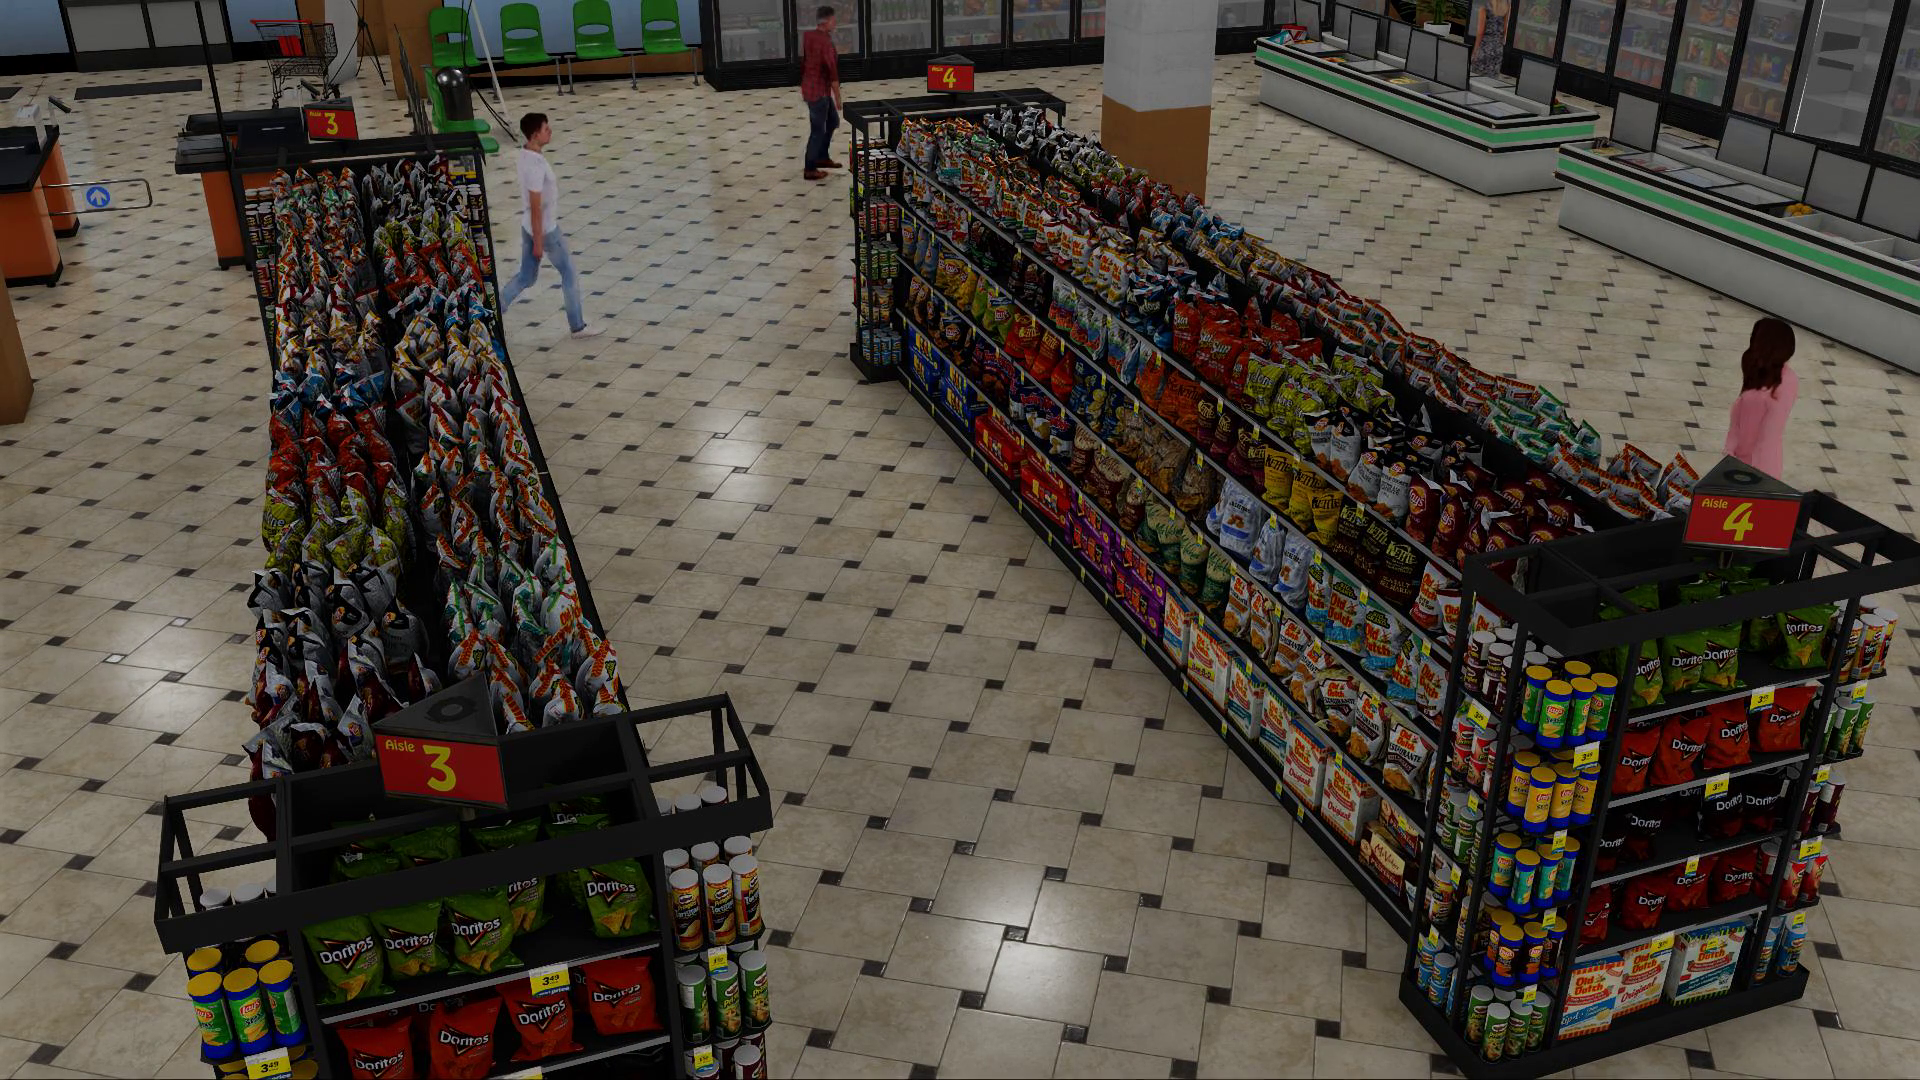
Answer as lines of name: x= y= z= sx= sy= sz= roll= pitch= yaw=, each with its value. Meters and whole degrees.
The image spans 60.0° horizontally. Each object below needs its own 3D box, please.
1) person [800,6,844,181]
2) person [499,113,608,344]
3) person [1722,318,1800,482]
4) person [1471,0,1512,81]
person: x=-1.538 y=-4.718 z=17.561 sx=0.788 sy=1.805 sz=0.637 roll=-17 pitch=32 yaw=-30
person: x=-3.357 y=-2.371 z=12.929 sx=0.830 sy=1.809 sz=1.187 roll=-14 pitch=30 yaw=-26
person: x=4.268 y=-0.285 z=8.844 sx=0.759 sy=1.783 sz=0.999 roll=-18 pitch=32 yaw=-31
person: x=6.279 y=-5.767 z=19.739 sx=0.558 sy=1.706 sz=0.486 roll=-9 pitch=28 yaw=-17
